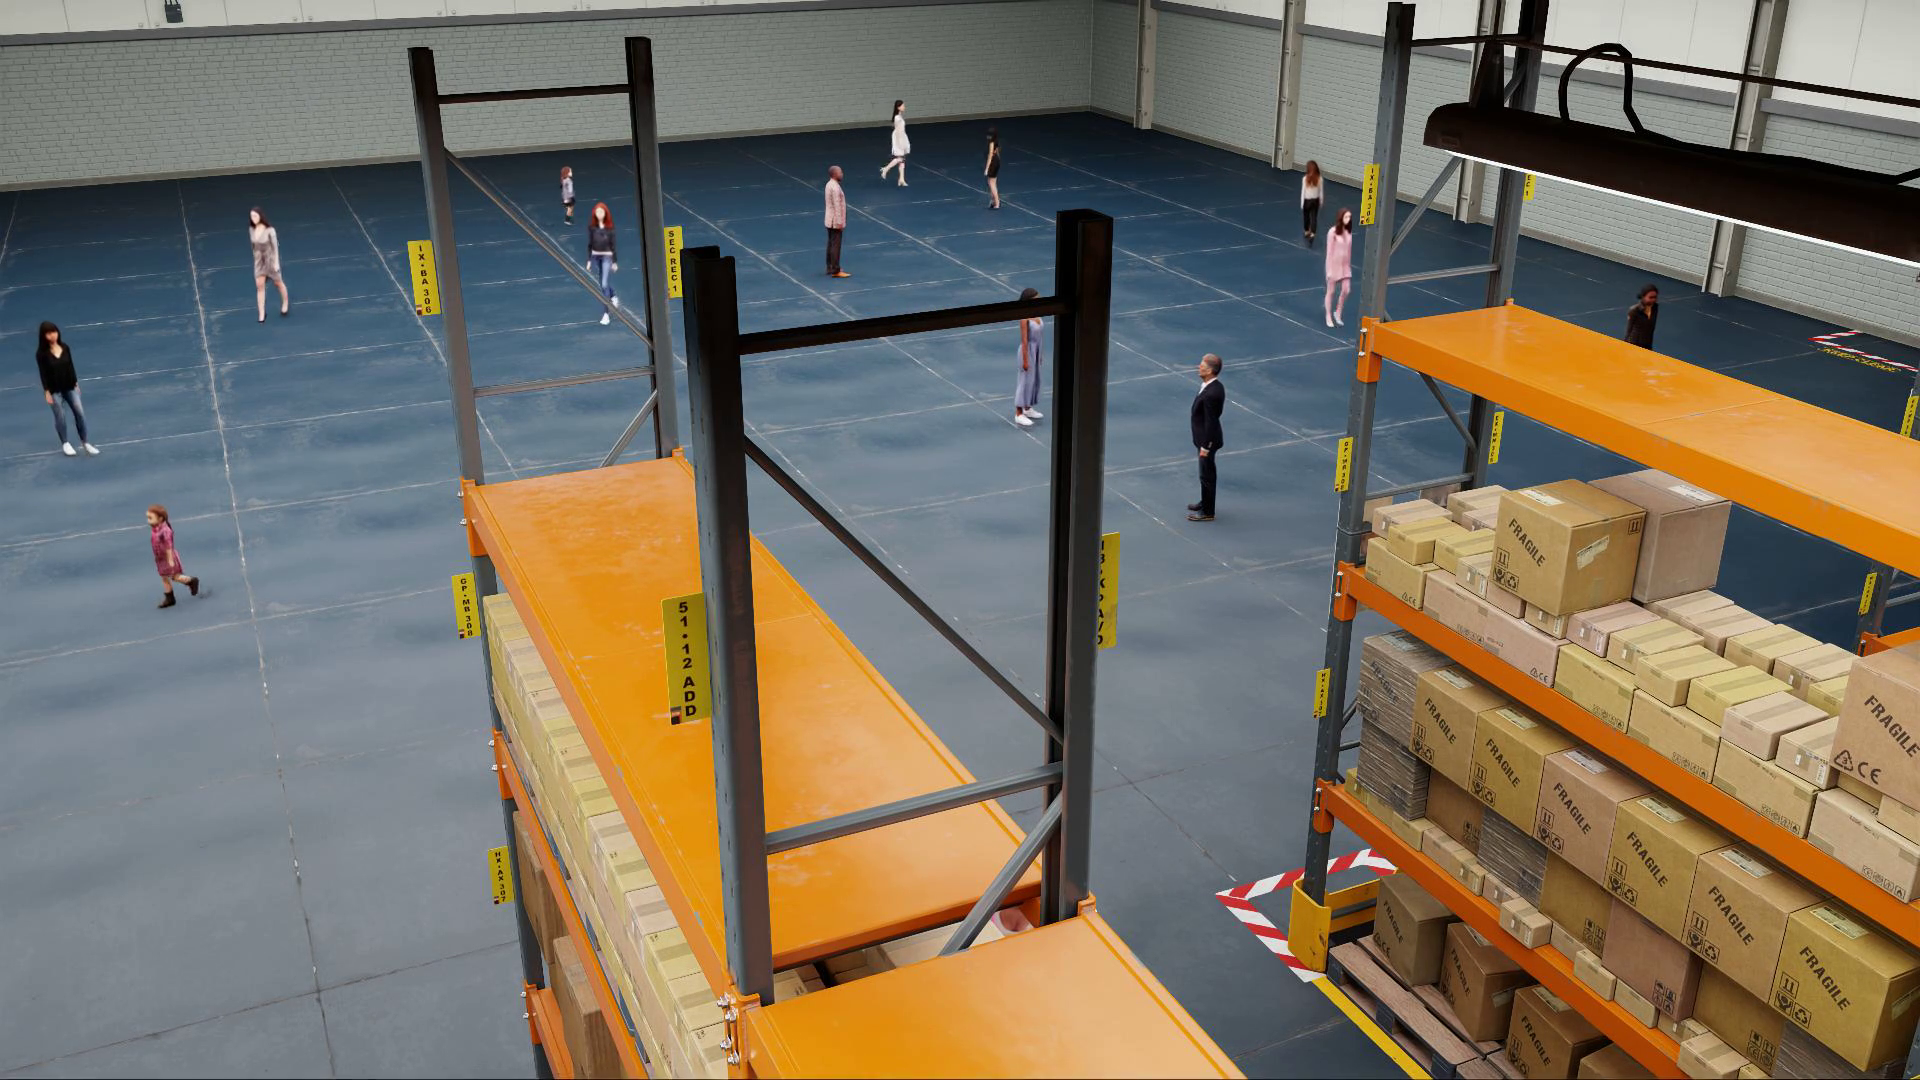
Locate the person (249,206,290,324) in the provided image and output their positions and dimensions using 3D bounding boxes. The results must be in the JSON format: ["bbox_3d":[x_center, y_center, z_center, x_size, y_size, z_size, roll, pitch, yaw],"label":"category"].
[{"bbox_3d":[-10.349,-4.141,24.972,0.979,1.700,1.151,3,23,8],"label":"person"}]

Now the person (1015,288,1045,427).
[{"bbox_3d":[0.860,-2.294,20.632,0.688,1.697,0.658,12,26,26],"label":"person"}]

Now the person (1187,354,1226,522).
[{"bbox_3d":[2.641,-1.104,17.684,0.843,1.815,0.755,5,24,12],"label":"person"}]

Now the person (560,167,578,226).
[{"bbox_3d":[-7.376,-6.442,31.148,0.636,1.101,0.560,4,23,10],"label":"person"}]

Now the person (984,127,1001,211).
[{"bbox_3d":[0.634,-7.258,32.413,0.800,1.614,0.687,9,25,21],"label":"person"}]

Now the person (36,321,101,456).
[{"bbox_3d":[-10.593,-1.787,19.529,0.901,1.629,0.790,17,28,35],"label":"person"}]

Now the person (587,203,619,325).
[{"bbox_3d":[-5.340,-4.172,24.980,1.035,1.751,1.268,3,23,7],"label":"person"}]

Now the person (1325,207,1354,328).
[{"bbox_3d":[5.535,-4.044,24.635,0.640,1.785,0.622,-8,24,-18],"label":"person"}]

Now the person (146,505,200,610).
[{"bbox_3d":[-7.493,0.142,15.781,0.648,1.011,0.659,15,27,31],"label":"person"}]

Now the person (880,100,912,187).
[{"bbox_3d":[-1.337,-8.195,34.430,0.889,1.759,0.928,-1,23,-3],"label":"person"}]

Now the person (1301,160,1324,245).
[{"bbox_3d":[6.277,-5.989,29.639,0.867,1.448,1.102,1,23,2],"label":"person"}]

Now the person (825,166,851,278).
[{"bbox_3d":[-2.076,-5.279,27.510,0.766,1.807,0.555,-8,24,-18],"label":"person"}]

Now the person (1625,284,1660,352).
[{"bbox_3d":[8.565,-2.432,20.998,0.594,1.665,0.645,-8,24,-18],"label":"person"}]
